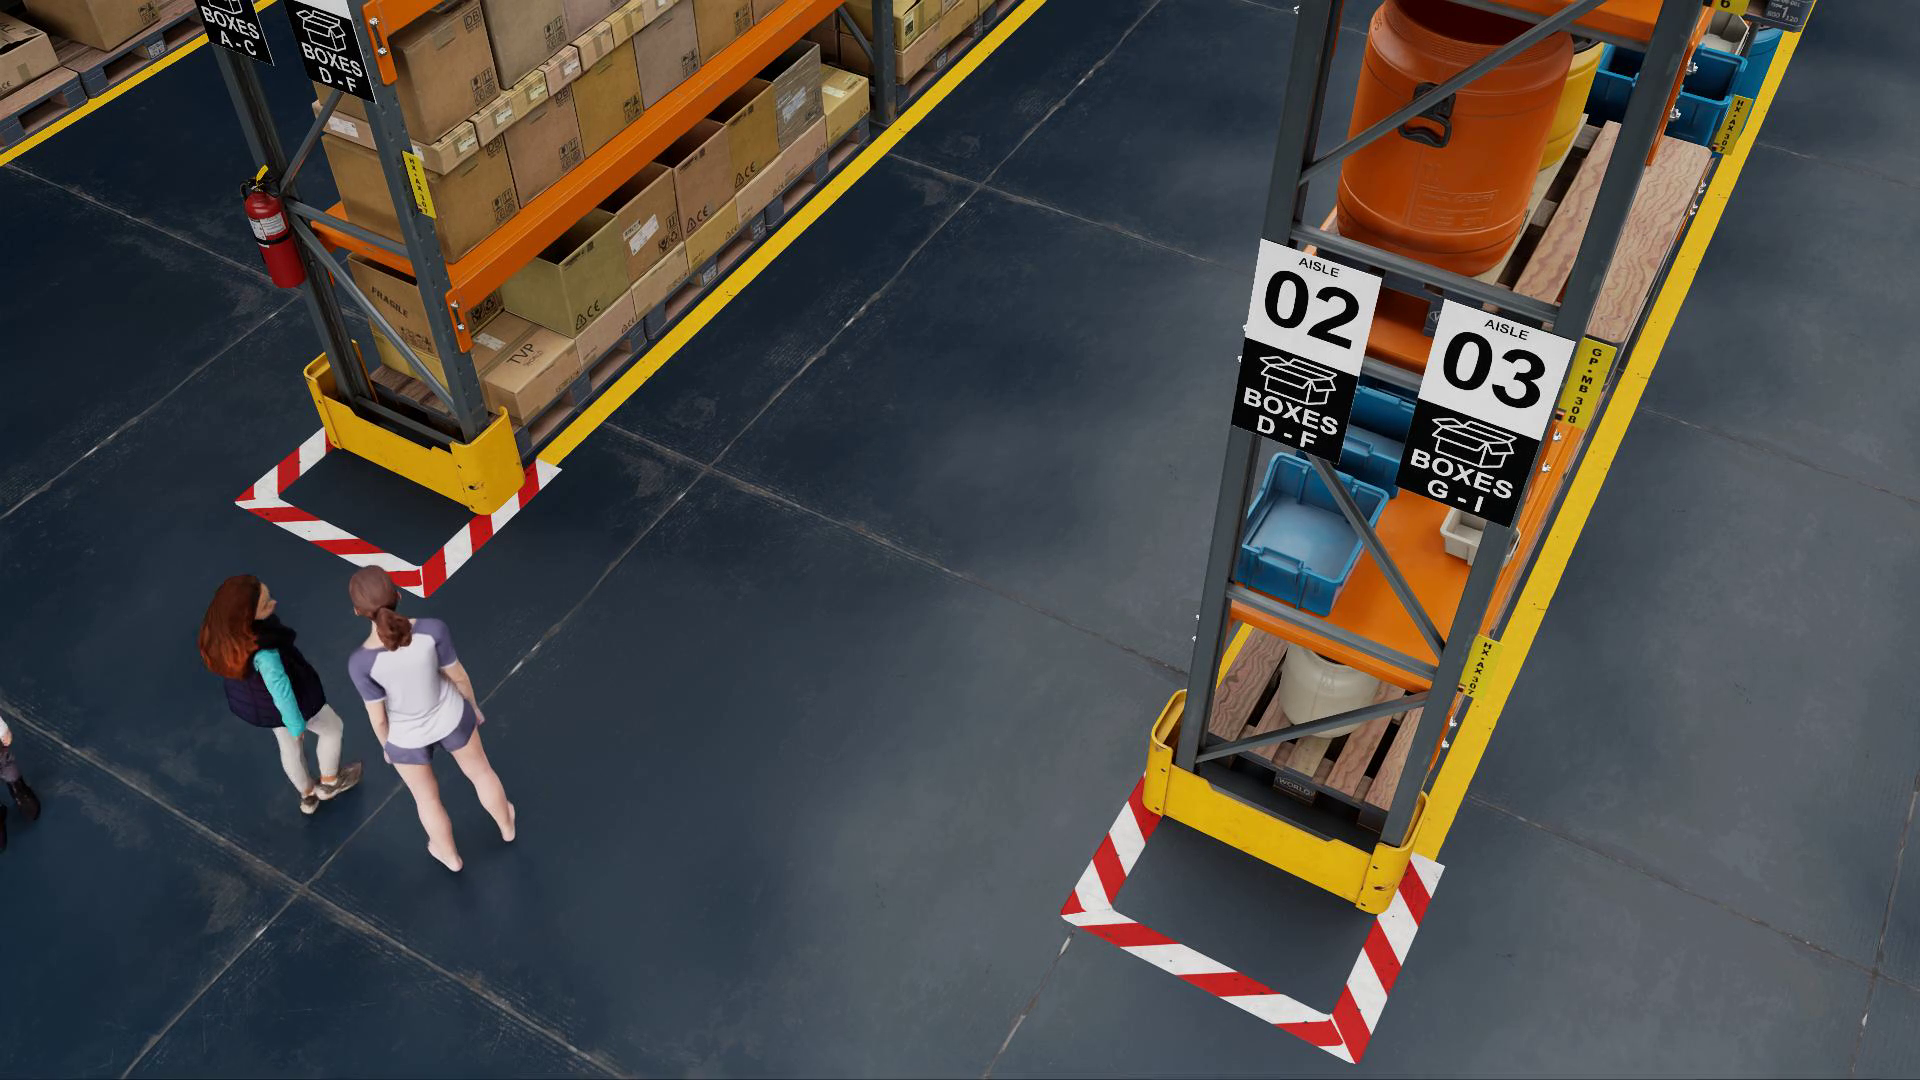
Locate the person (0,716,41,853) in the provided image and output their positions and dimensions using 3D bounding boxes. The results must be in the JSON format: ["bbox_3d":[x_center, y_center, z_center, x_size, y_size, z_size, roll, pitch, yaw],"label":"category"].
[{"bbox_3d":[-4.260,0.755,7.072,0.601,1.269,0.665,-24,52,-21],"label":"person"}]

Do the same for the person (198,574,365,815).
[{"bbox_3d":[-2.887,0.698,6.976,0.567,1.487,0.648,27,53,22],"label":"person"}]

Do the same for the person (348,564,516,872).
[{"bbox_3d":[-2.167,0.743,6.745,0.619,1.765,0.725,-26,52,-22],"label":"person"}]
